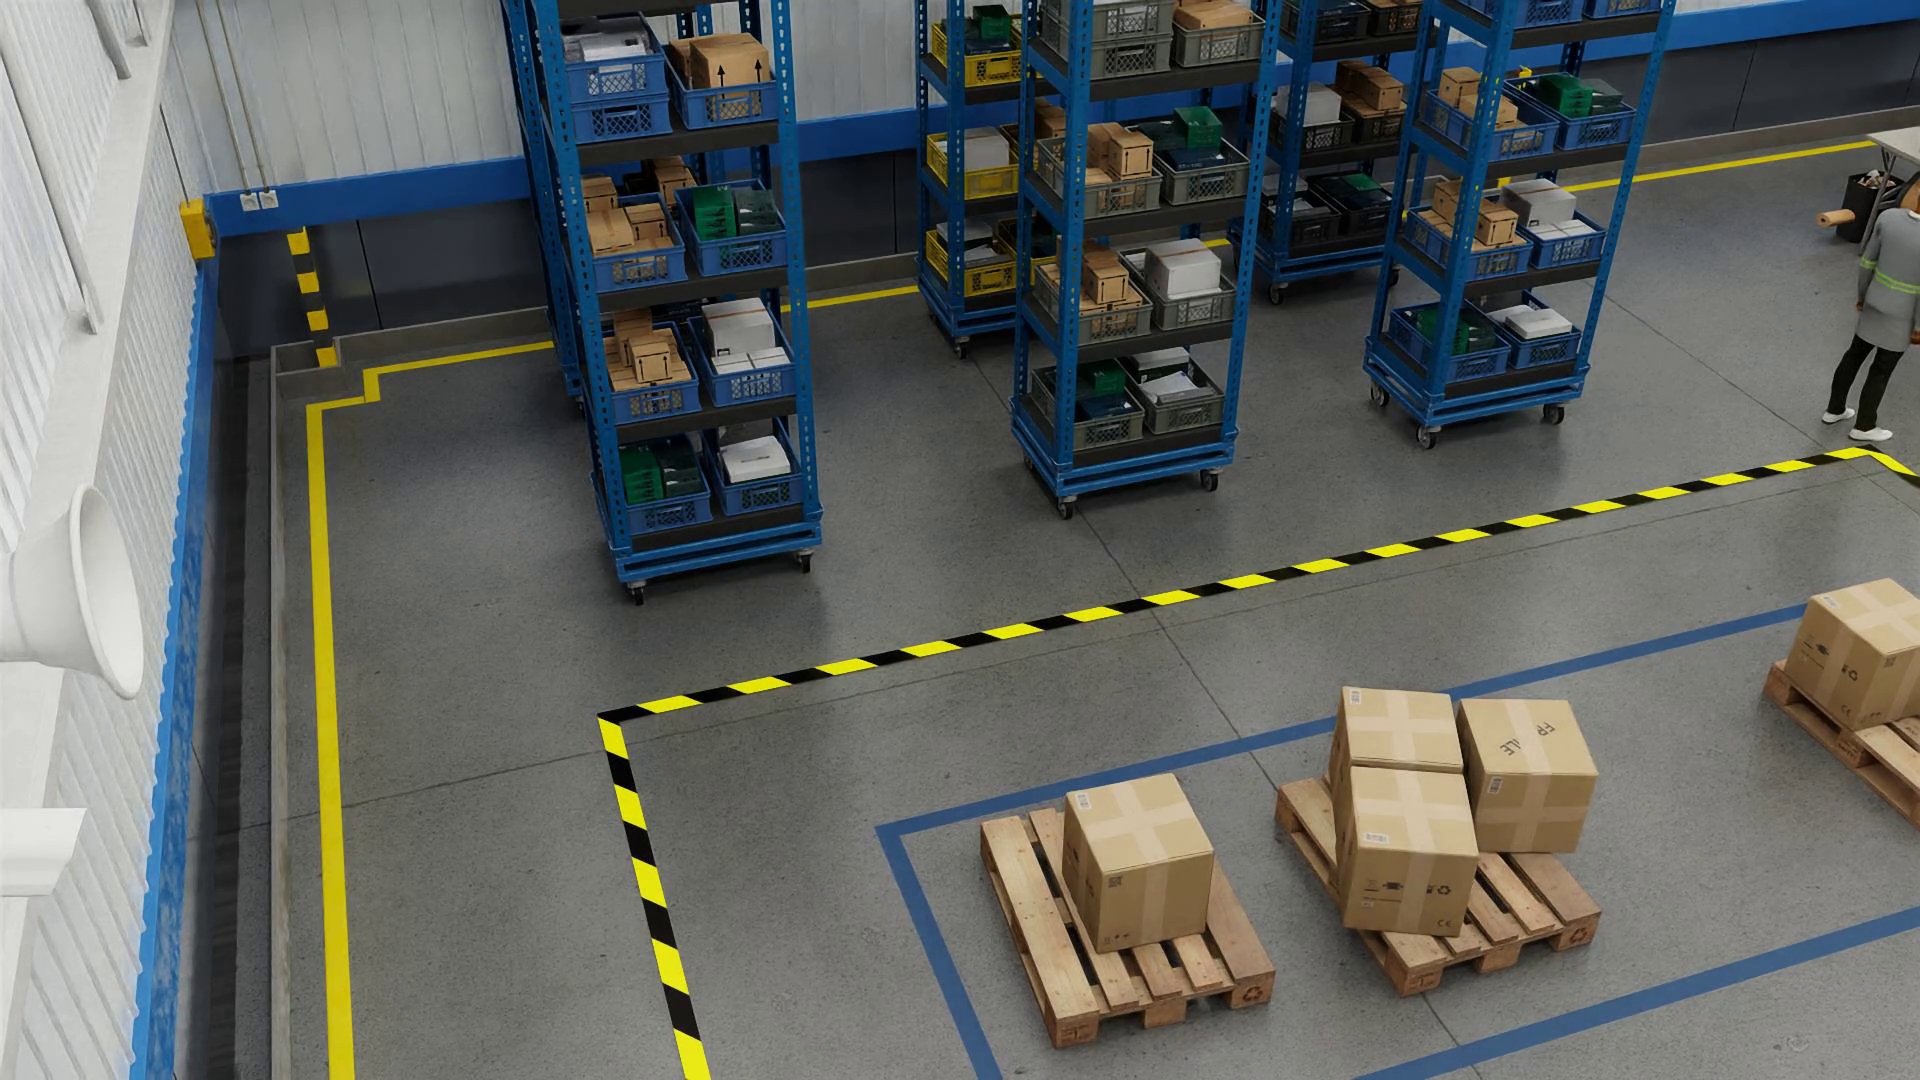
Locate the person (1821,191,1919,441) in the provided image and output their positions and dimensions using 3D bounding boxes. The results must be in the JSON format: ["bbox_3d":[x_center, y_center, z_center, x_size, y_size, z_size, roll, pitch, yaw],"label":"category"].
[{"bbox_3d":[6.098,-1.518,10.838,0.397,1.847,0.587,-11,37,-16],"label":"person"}]
